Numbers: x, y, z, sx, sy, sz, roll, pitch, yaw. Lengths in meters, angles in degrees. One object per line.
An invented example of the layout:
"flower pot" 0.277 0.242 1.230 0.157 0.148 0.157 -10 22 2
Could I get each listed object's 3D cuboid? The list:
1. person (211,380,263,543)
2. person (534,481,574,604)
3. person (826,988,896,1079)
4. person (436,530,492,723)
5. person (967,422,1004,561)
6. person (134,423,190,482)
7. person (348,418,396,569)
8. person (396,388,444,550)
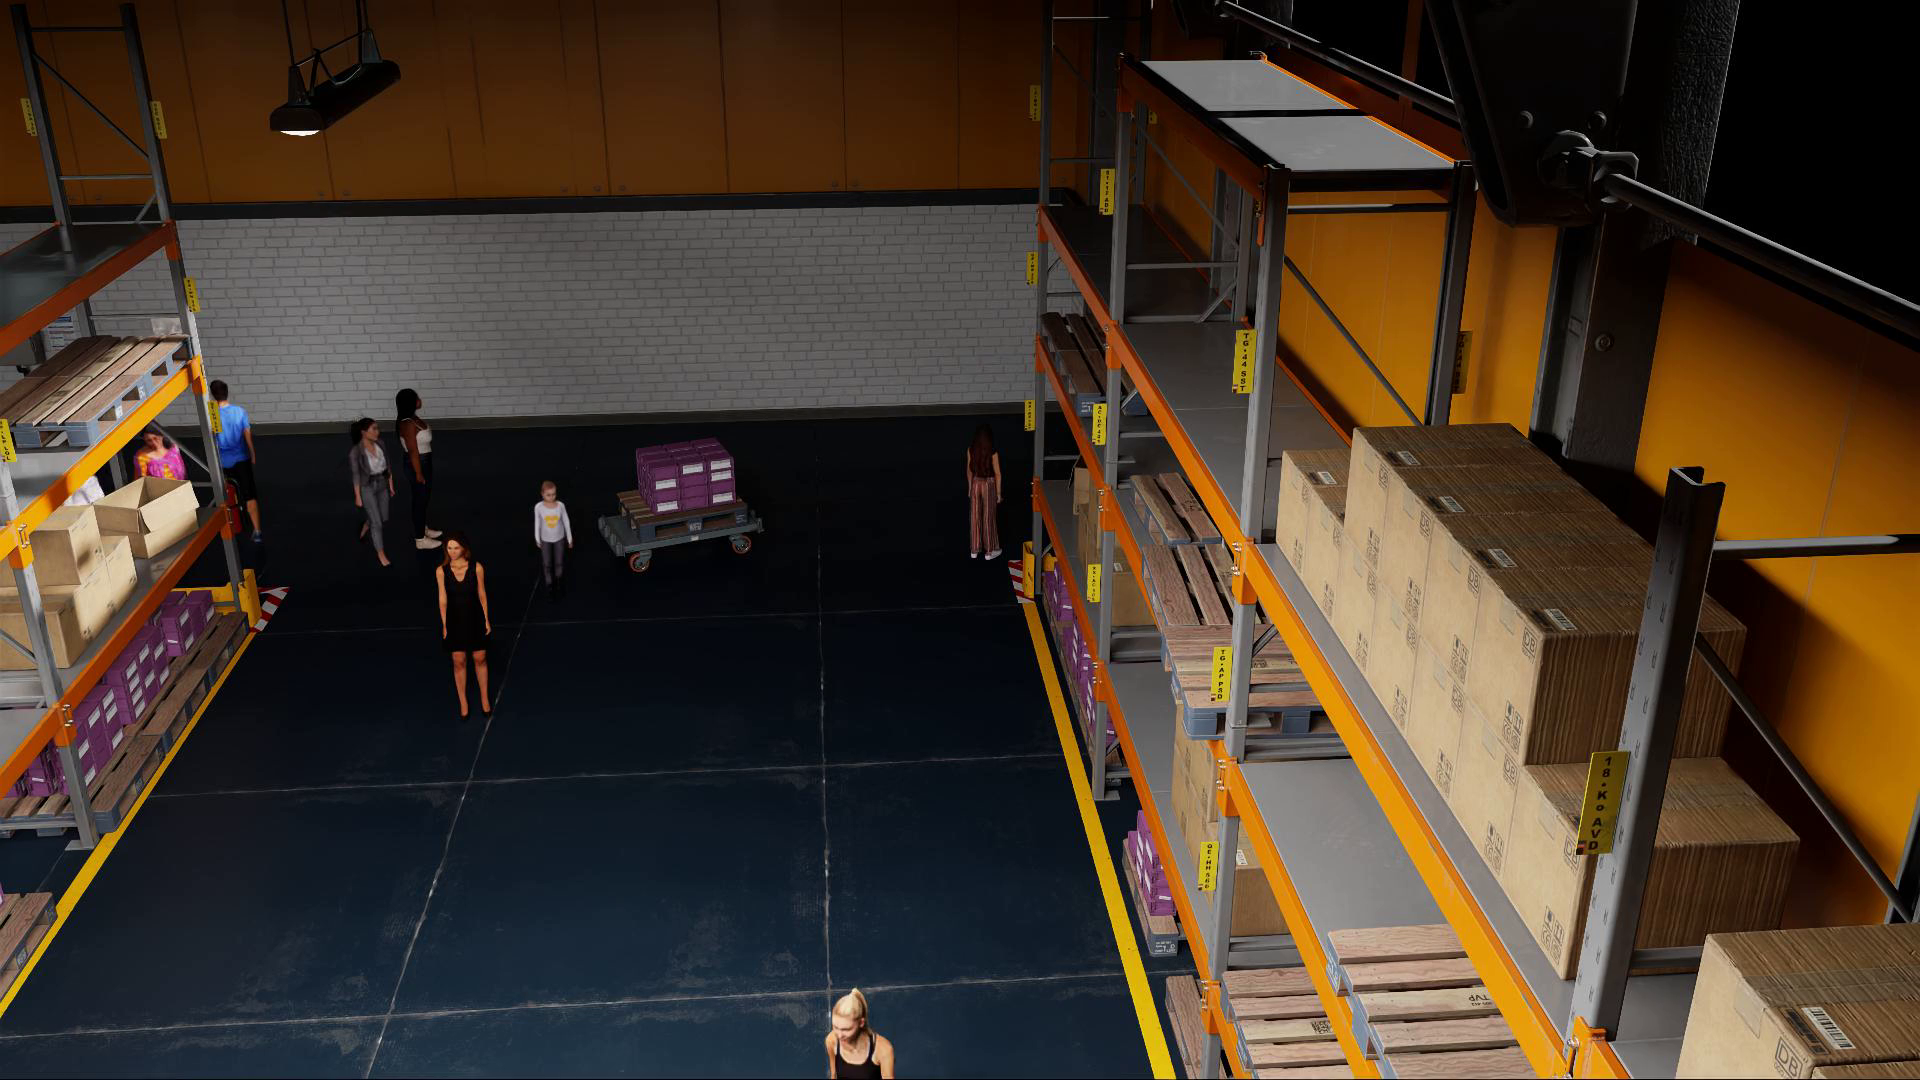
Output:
"person" -7.996 -0.825 18.370 0.942 1.825 1.265 -12 26 -26
"person" -4.236 -0.035 17.257 0.623 1.269 0.743 -9 25 -19
"person" -0.479 3.181 9.224 0.895 1.809 1.229 7 25 15
"person" -4.366 0.765 14.721 0.629 1.834 0.600 -8 25 -17
"person" 0.258 -0.550 18.068 0.635 1.563 0.661 11 26 23
"person" -8.597 -0.554 17.962 1.139 1.654 1.130 11 26 23
"person" -6.360 -0.529 17.909 1.014 1.652 0.995 16 28 33
"person" -5.992 -0.803 18.339 0.742 1.810 0.589 -6 24 -13
